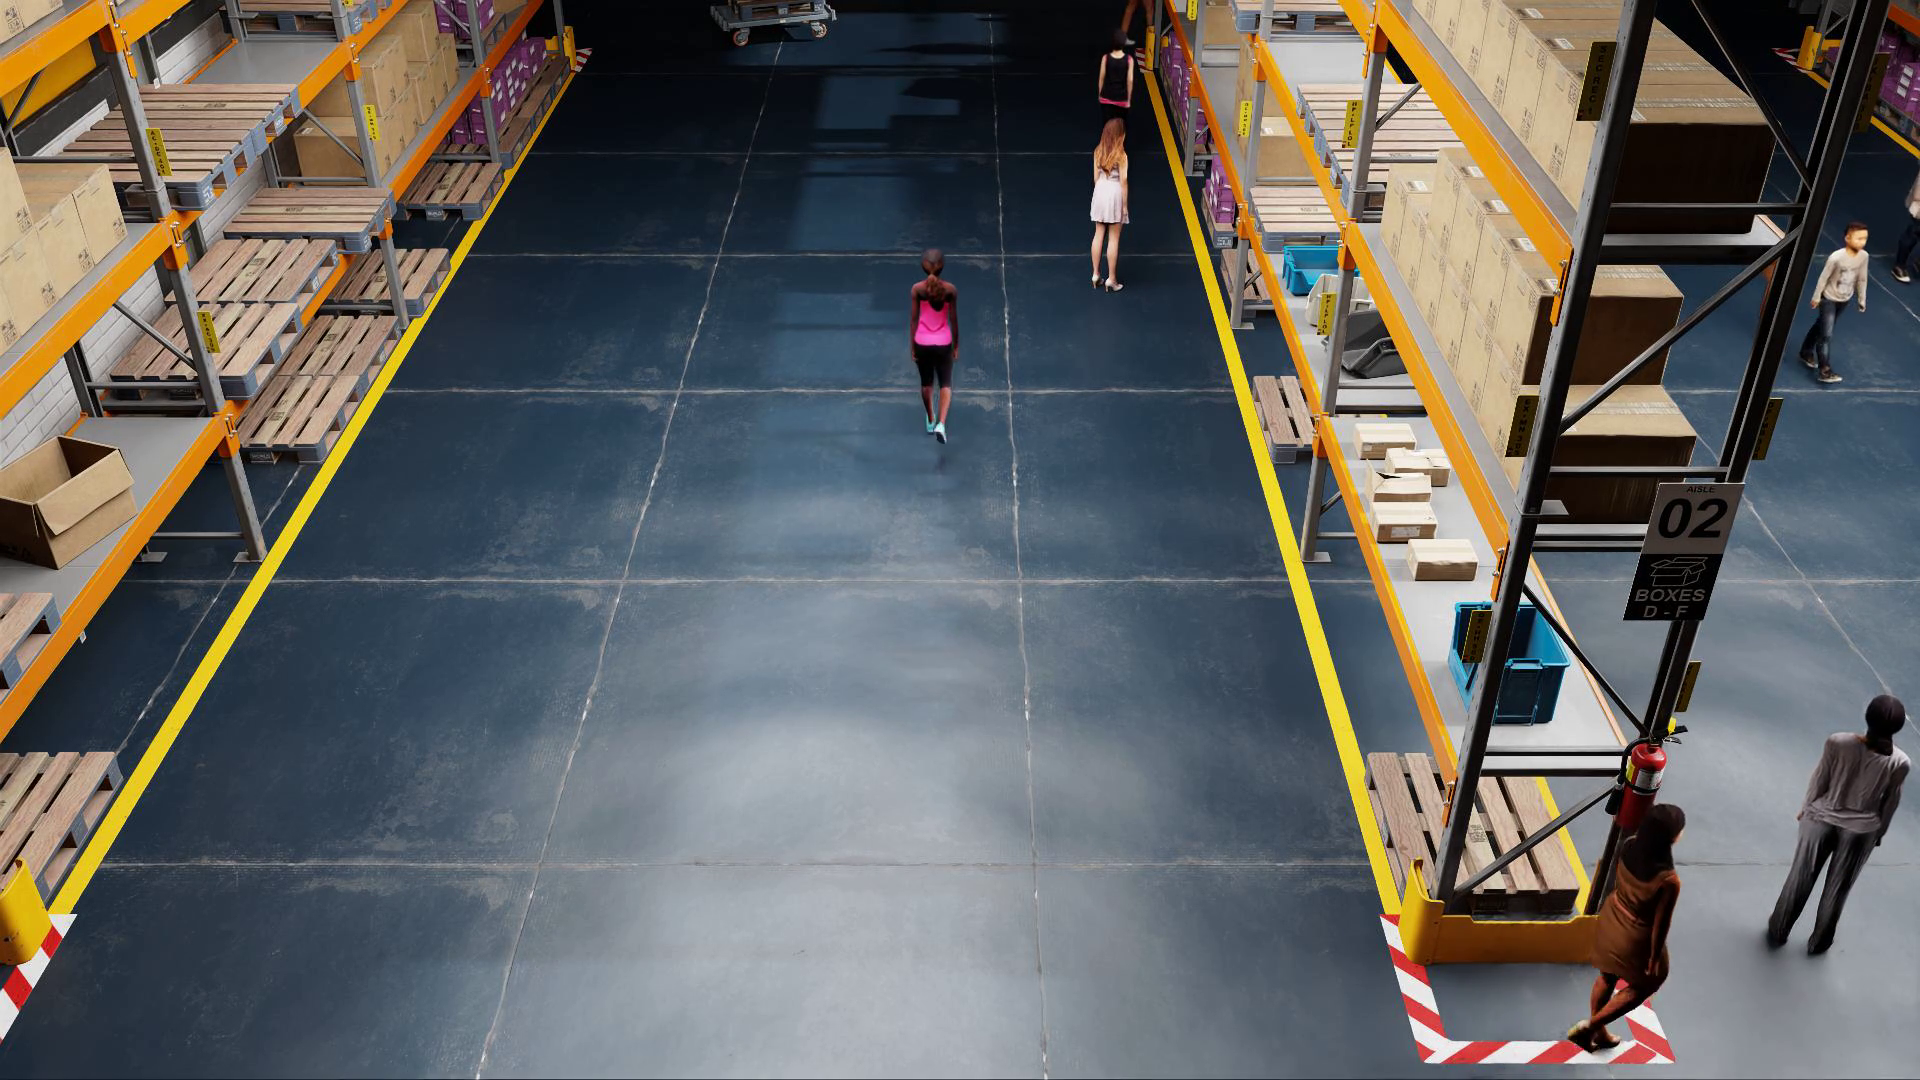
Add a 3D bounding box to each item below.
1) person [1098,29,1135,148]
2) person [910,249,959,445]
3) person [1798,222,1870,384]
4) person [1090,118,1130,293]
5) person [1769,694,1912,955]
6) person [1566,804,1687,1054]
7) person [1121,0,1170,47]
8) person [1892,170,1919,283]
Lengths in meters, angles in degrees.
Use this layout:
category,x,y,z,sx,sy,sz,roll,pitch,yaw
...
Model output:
category,x,y,z,sx,sy,sz,roll,pitch,yaw
person,1.802,-5.148,19.410,0.554,1.529,0.878,1,34,1
person,-0.227,-1.572,13.871,0.557,1.705,0.932,1,34,1
person,7.873,-2.207,15.064,0.722,1.442,0.961,-9,35,-13
person,1.476,-3.304,16.418,0.681,1.770,0.735,25,41,32
person,4.823,1.559,9.098,0.665,1.774,0.678,18,38,25
person,3.350,2.037,8.465,0.752,1.678,0.686,-10,35,-15
person,2.459,-7.679,22.988,1.057,1.784,1.046,-12,36,-18
person,9.717,-3.476,16.583,0.709,1.874,0.696,-1,34,-1
